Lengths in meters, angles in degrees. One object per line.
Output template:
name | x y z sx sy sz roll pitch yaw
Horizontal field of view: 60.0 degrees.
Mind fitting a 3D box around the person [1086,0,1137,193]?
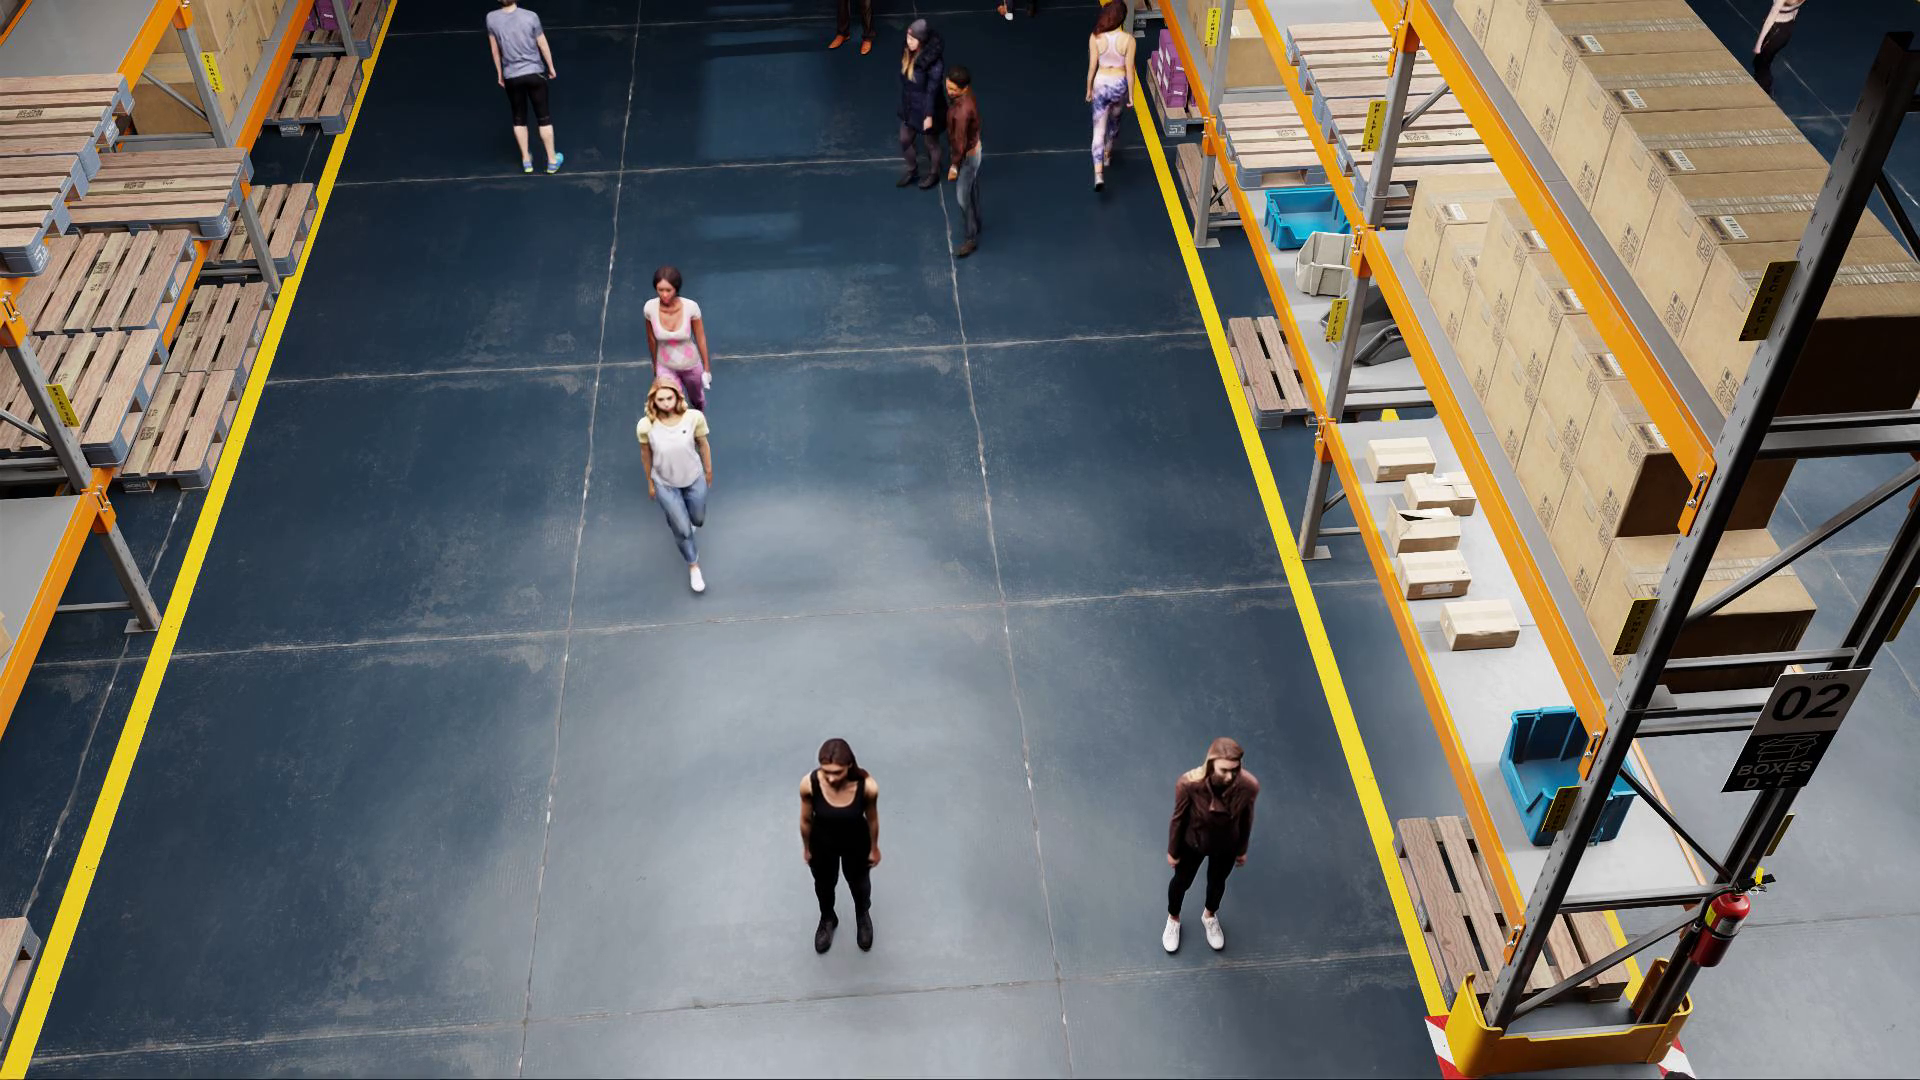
person | 1.341 -3.979 15.013 0.726 1.735 1.207 4 44 4

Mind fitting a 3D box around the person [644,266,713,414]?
person | -2.040 -1.302 12.232 0.593 1.695 1.138 -2 44 -2

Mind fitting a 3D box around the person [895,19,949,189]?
person | -0.262 -3.943 15.026 0.875 1.665 0.807 -33 53 -30

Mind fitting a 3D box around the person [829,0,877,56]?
person | -1.099 -5.886 16.962 0.779 1.808 0.753 15 46 15

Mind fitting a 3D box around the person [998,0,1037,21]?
person | 0.614 -6.417 17.459 0.713 1.891 0.615 -8 44 -8

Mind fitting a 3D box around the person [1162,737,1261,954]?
person | 1.360 1.657 9.120 0.608 1.703 0.505 -2 44 -2

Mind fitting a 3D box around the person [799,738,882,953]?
person | -0.651 1.657 9.130 0.609 1.688 0.586 1 44 1

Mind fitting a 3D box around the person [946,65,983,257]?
person | 0.092 -3.334 14.321 0.889 1.756 0.511 9 44 9

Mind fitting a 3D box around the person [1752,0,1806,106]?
person | 7.833 -4.723 15.797 0.751 1.732 0.800 -27 50 -26

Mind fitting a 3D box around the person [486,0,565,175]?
person | -3.957 -4.215 15.149 0.677 1.888 0.608 -1 44 -1

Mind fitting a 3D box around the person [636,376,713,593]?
person | -1.925 -0.450 11.328 0.737 1.709 0.981 -11 45 -11
